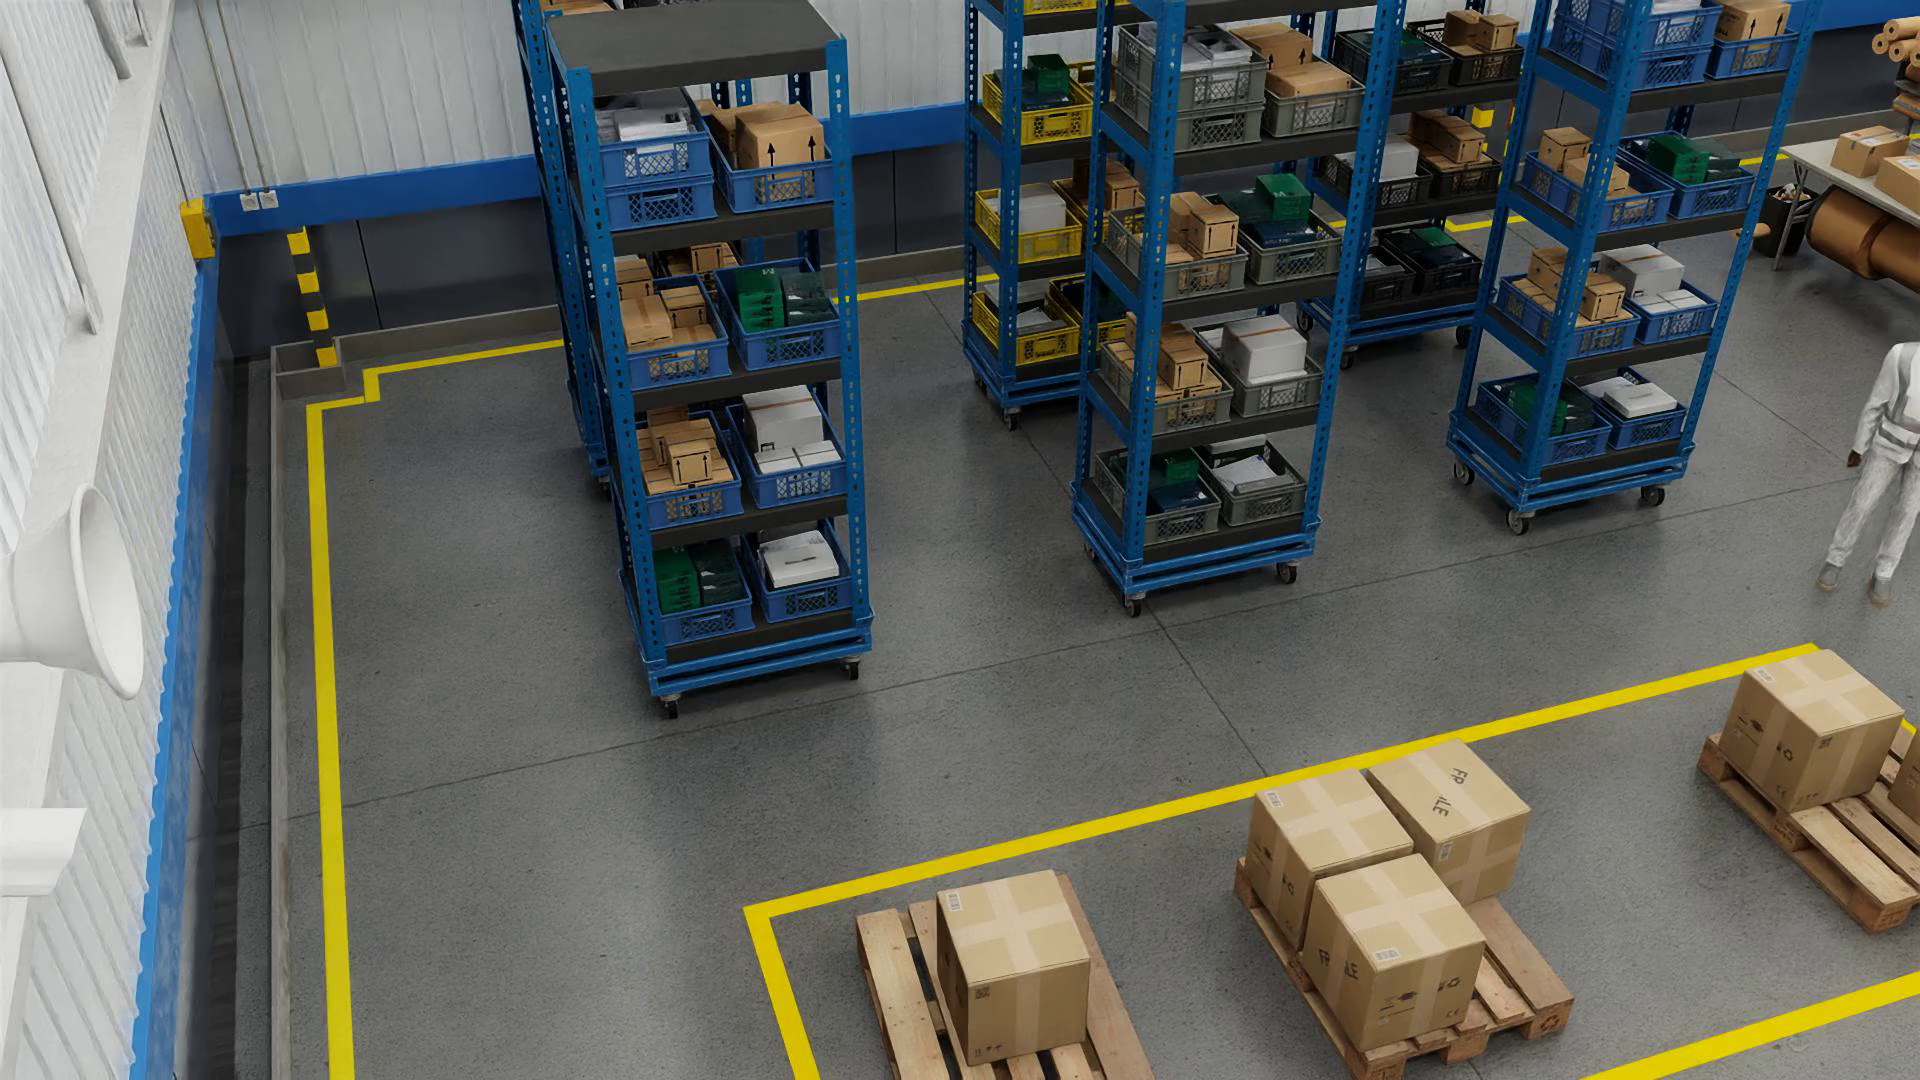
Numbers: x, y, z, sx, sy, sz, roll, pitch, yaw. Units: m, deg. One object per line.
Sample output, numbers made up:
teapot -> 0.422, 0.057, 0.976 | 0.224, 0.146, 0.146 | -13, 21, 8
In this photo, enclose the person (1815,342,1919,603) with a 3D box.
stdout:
person -> 5.333, -0.494, 9.353 | 0.582, 1.883, 0.338 | 14, 38, 19
